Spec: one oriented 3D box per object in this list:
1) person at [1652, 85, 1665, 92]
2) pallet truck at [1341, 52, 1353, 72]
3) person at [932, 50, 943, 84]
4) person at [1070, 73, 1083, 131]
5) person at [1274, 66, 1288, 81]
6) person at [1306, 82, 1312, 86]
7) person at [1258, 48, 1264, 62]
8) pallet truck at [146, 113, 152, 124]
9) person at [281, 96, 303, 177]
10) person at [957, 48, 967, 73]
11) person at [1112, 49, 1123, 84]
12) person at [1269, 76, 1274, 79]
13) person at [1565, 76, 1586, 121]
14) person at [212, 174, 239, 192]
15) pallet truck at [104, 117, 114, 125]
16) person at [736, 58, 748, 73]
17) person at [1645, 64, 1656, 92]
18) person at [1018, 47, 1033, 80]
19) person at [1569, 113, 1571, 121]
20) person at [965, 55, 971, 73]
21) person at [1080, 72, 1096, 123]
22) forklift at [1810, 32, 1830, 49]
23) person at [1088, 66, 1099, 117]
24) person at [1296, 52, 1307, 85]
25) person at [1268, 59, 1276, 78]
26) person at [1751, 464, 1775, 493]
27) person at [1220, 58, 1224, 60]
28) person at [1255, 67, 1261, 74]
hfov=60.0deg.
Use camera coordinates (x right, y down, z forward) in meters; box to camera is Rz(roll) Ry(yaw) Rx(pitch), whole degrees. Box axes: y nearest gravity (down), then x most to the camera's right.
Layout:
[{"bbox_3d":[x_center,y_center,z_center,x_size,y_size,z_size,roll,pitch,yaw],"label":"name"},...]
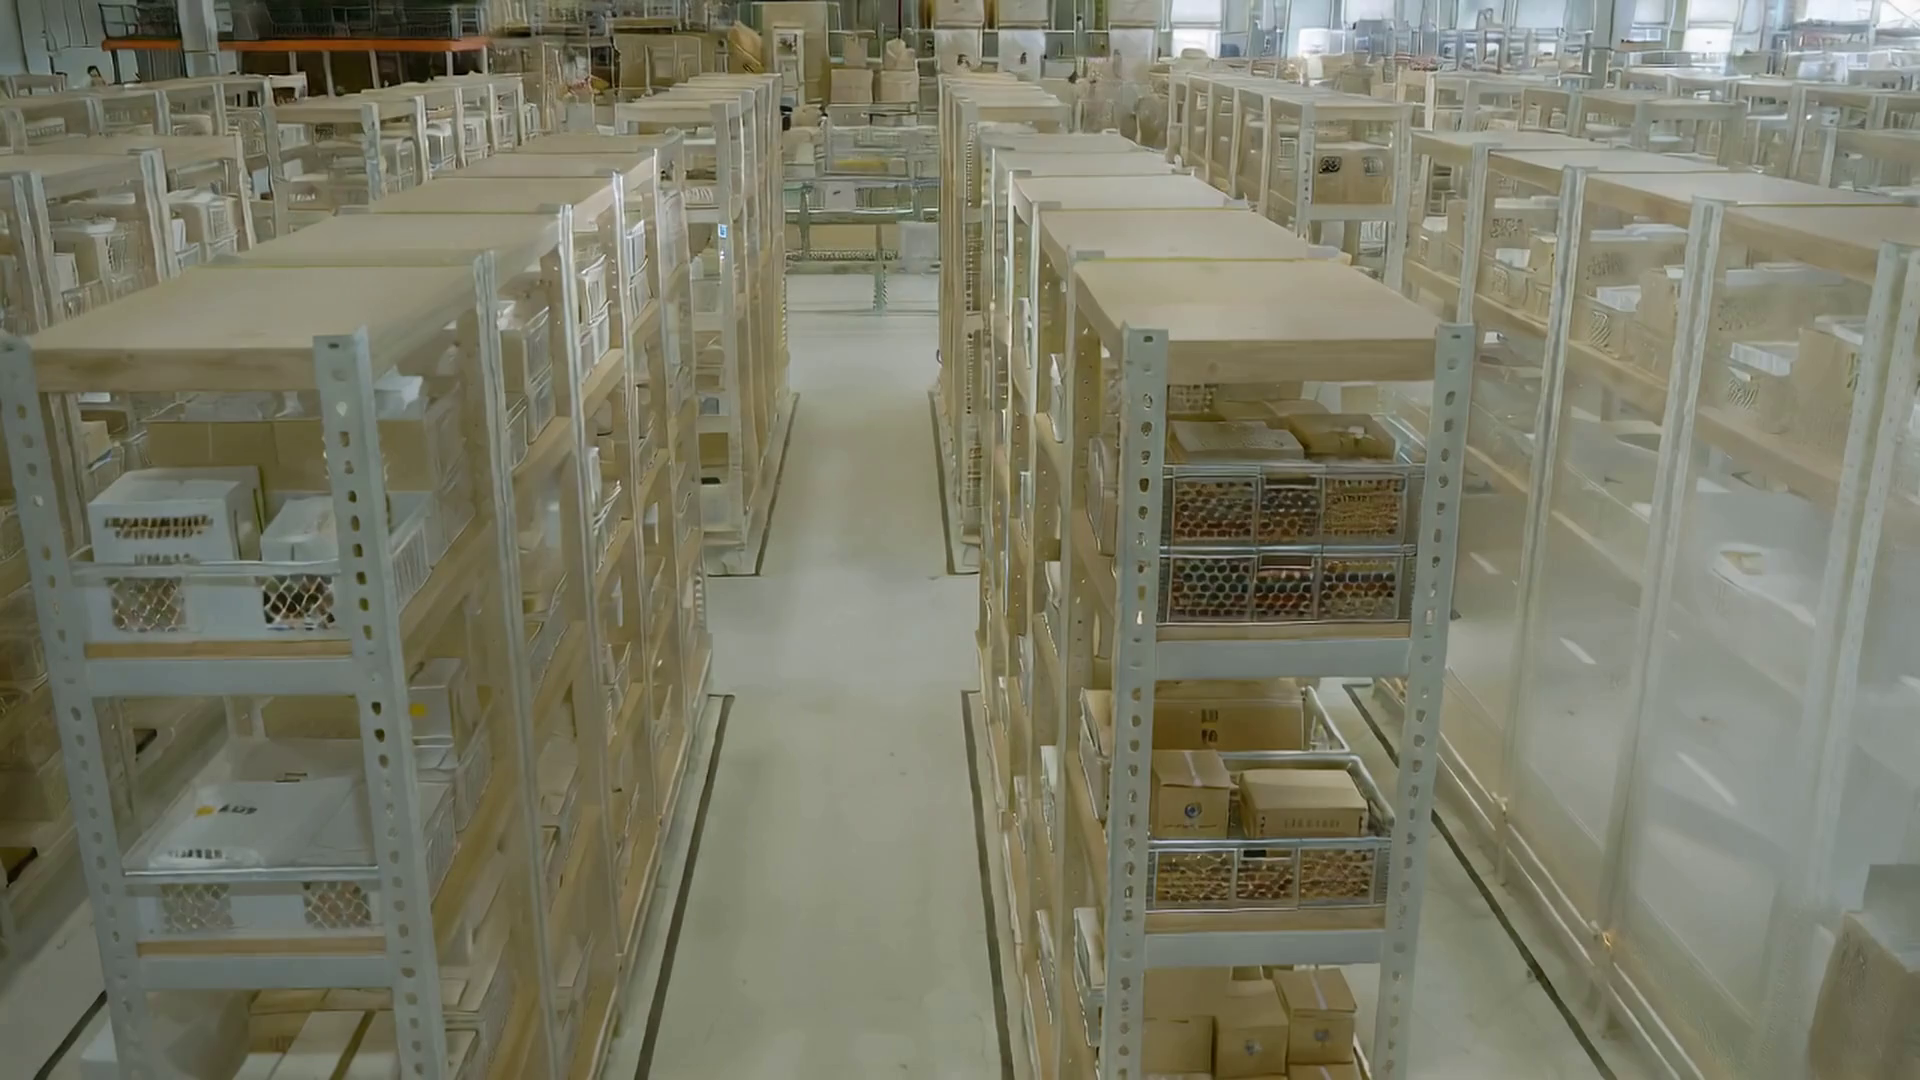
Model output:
[{"bbox_3d":[26.783,-17.063,63.601,0.595,1.921,0.386,7,19,20],"label":"person"},{"bbox_3d":[18.794,-23.123,82.231,0.823,1.965,1.885,-13,22,-35],"label":"pallet truck"},{"bbox_3d":[-1.246,-25.980,91.334,0.621,1.838,0.429,-7,19,-22],"label":"person"},{"bbox_3d":[4.015,-15.190,57.732,0.367,1.967,0.603,-8,20,-23],"label":"person"},{"bbox_3d":[13.059,-18.290,67.543,0.621,1.848,1.077,-2,18,-5],"label":"person"},{"bbox_3d":[11.906,-14.860,57.151,0.320,1.692,0.534,6,19,19],"label":"person"},{"bbox_3d":[16.314,-25.725,90.378,0.360,1.936,0.552,0,18,-1],"label":"person"},{"bbox_3d":[-18.087,-8.309,36.390,1.885,1.965,0.823,-1,18,-4],"label":"pallet truck"},{"bbox_3d":[-17.130,-10.316,42.566,0.778,2.015,0.610,-7,19,-19],"label":"person"},{"bbox_3d":[0.124,-26.220,91.984,0.993,1.895,0.630,13,22,35],"label":"person"},{"bbox_3d":[8.642,-25.894,90.967,0.750,1.903,0.590,14,23,37],"label":"person"},{"bbox_3d":[11.183,-15.942,60.411,0.800,1.733,0.547,14,22,36],"label":"person"},{"bbox_3d":[20.354,-14.343,54.991,0.768,2.000,0.534,-8,20,-25],"label":"person"},{"bbox_3d":[-17.233,-9.044,38.867,0.900,1.875,0.653,12,21,33],"label":"person"},{"bbox_3d":[-18.367,-7.885,35.078,1.885,1.965,0.823,1,18,2],"label":"pallet truck"},{"bbox_3d":[-10.345,-22.019,79.051,0.601,1.838,0.939,-5,19,-16],"label":"person"},{"bbox_3d":[30.785,-20.419,74.066,0.574,1.876,0.355,-7,19,-20],"label":"person"},{"bbox_3d":[3.576,-26.698,93.399,1.045,1.938,0.631,3,18,8],"label":"person"},{"bbox_3d":[20.020,-13.819,54.062,0.606,1.614,0.504,15,23,39],"label":"person"},{"bbox_3d":[0.391,-23.638,84.232,0.297,1.744,0.487,-10,20,-28],"label":"person"},{"bbox_3d":[4.762,-16.361,61.594,0.945,1.822,0.525,6,19,18],"label":"person"},{"bbox_3d":[45.954,-25.830,89.194,1.129,2.768,1.873,-1,18,-2],"label":"forklift"},{"bbox_3d":[5.259,-17.548,65.079,0.363,1.934,0.553,-14,22,-36],"label":"person"},{"bbox_3d":[17.069,-23.377,83.114,0.372,1.940,0.630,-17,24,-42],"label":"person"},{"bbox_3d":[15.104,-22.397,80.483,0.535,1.694,0.321,-16,24,-41],"label":"person"},{"bbox_3d":[6.688,-0.820,13.338,0.620,1.918,0.491,-9,20,-25],"label":"person"},{"bbox_3d":[12.066,-21.329,76.948,0.626,1.841,0.429,-3,18,-10],"label":"person"},{"bbox_3d":[12.021,-18.195,67.247,0.513,1.836,0.851,12,21,32],"label":"person"}]
